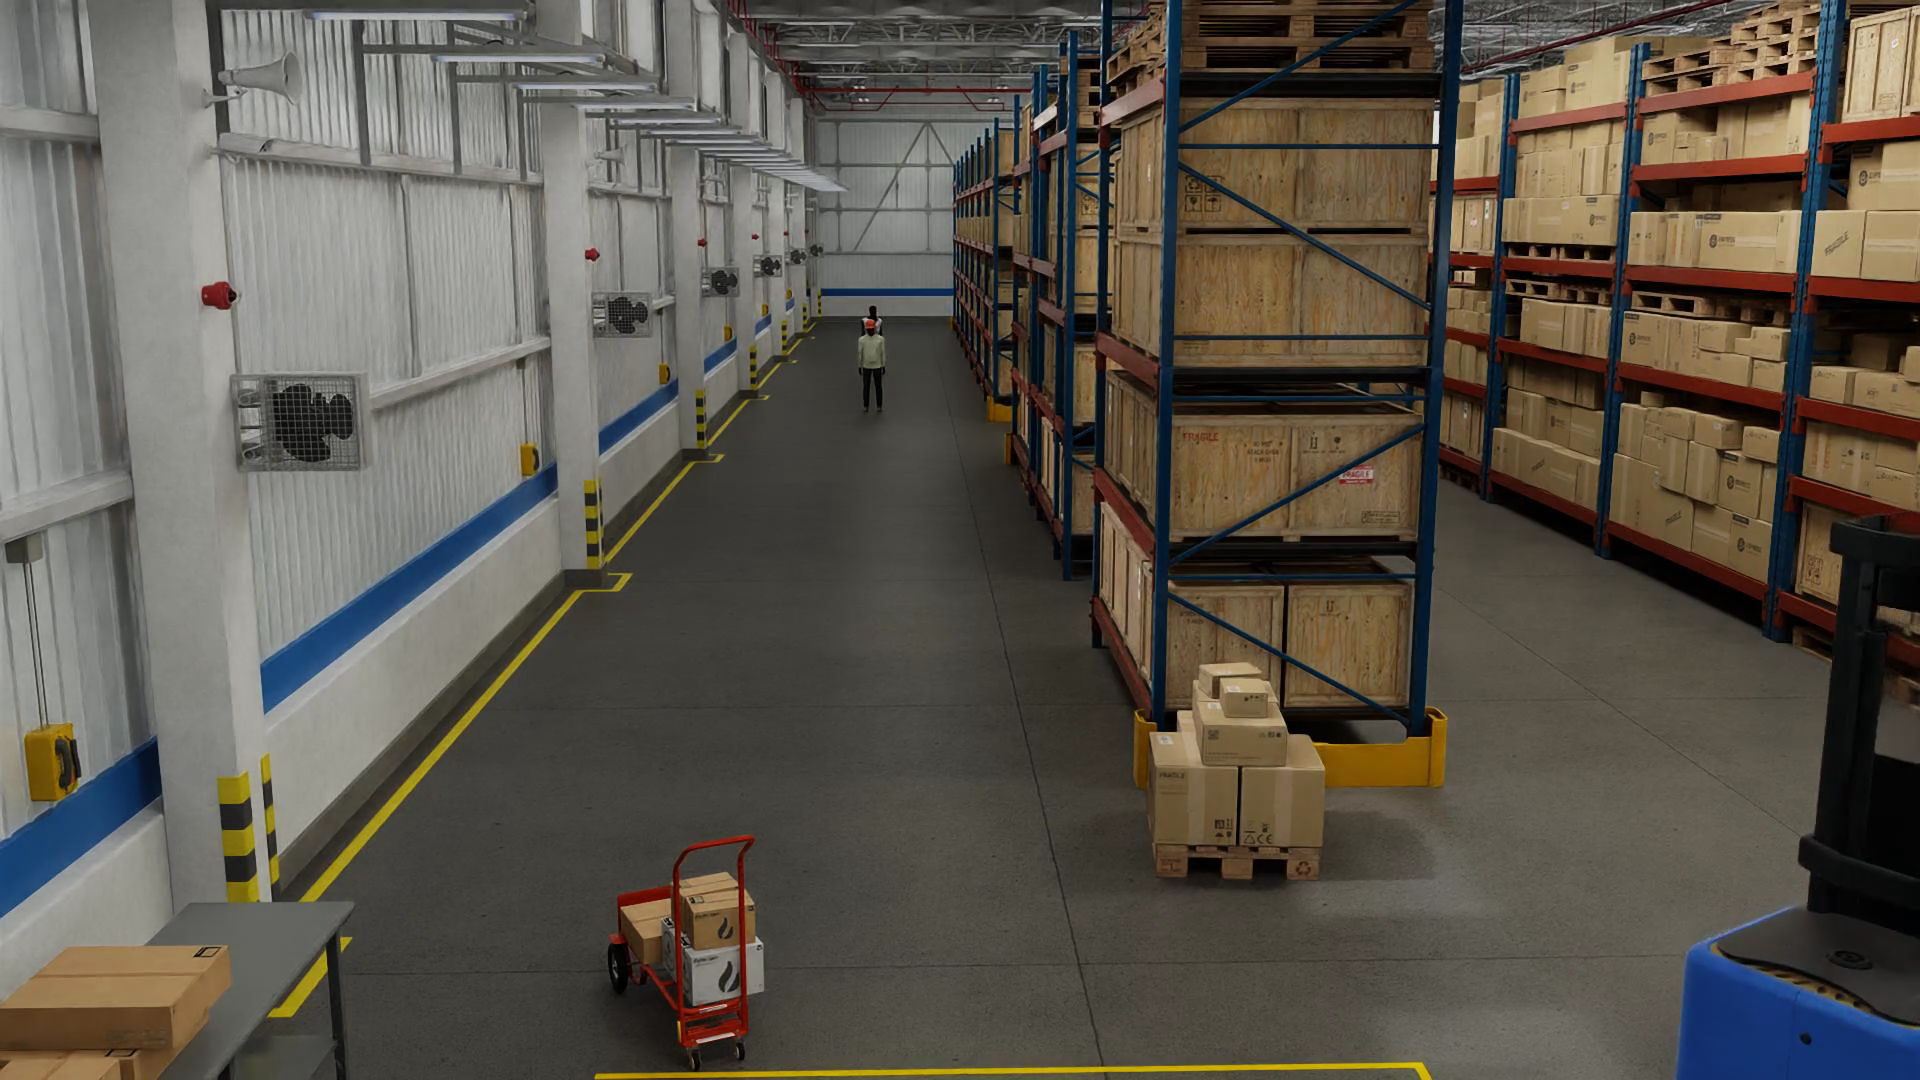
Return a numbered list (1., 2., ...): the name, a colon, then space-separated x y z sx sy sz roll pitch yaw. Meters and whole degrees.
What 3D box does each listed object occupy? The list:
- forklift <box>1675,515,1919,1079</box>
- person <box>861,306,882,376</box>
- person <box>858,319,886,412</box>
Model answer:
1. forklift: 4.022 1.332 6.917 1.873 2.768 1.129 -7 13 -33
2. person: -2.260 -5.069 42.767 0.586 1.911 0.398 -6 12 -28
3. person: -1.885 -3.719 35.538 0.617 1.989 0.402 1 11 3
